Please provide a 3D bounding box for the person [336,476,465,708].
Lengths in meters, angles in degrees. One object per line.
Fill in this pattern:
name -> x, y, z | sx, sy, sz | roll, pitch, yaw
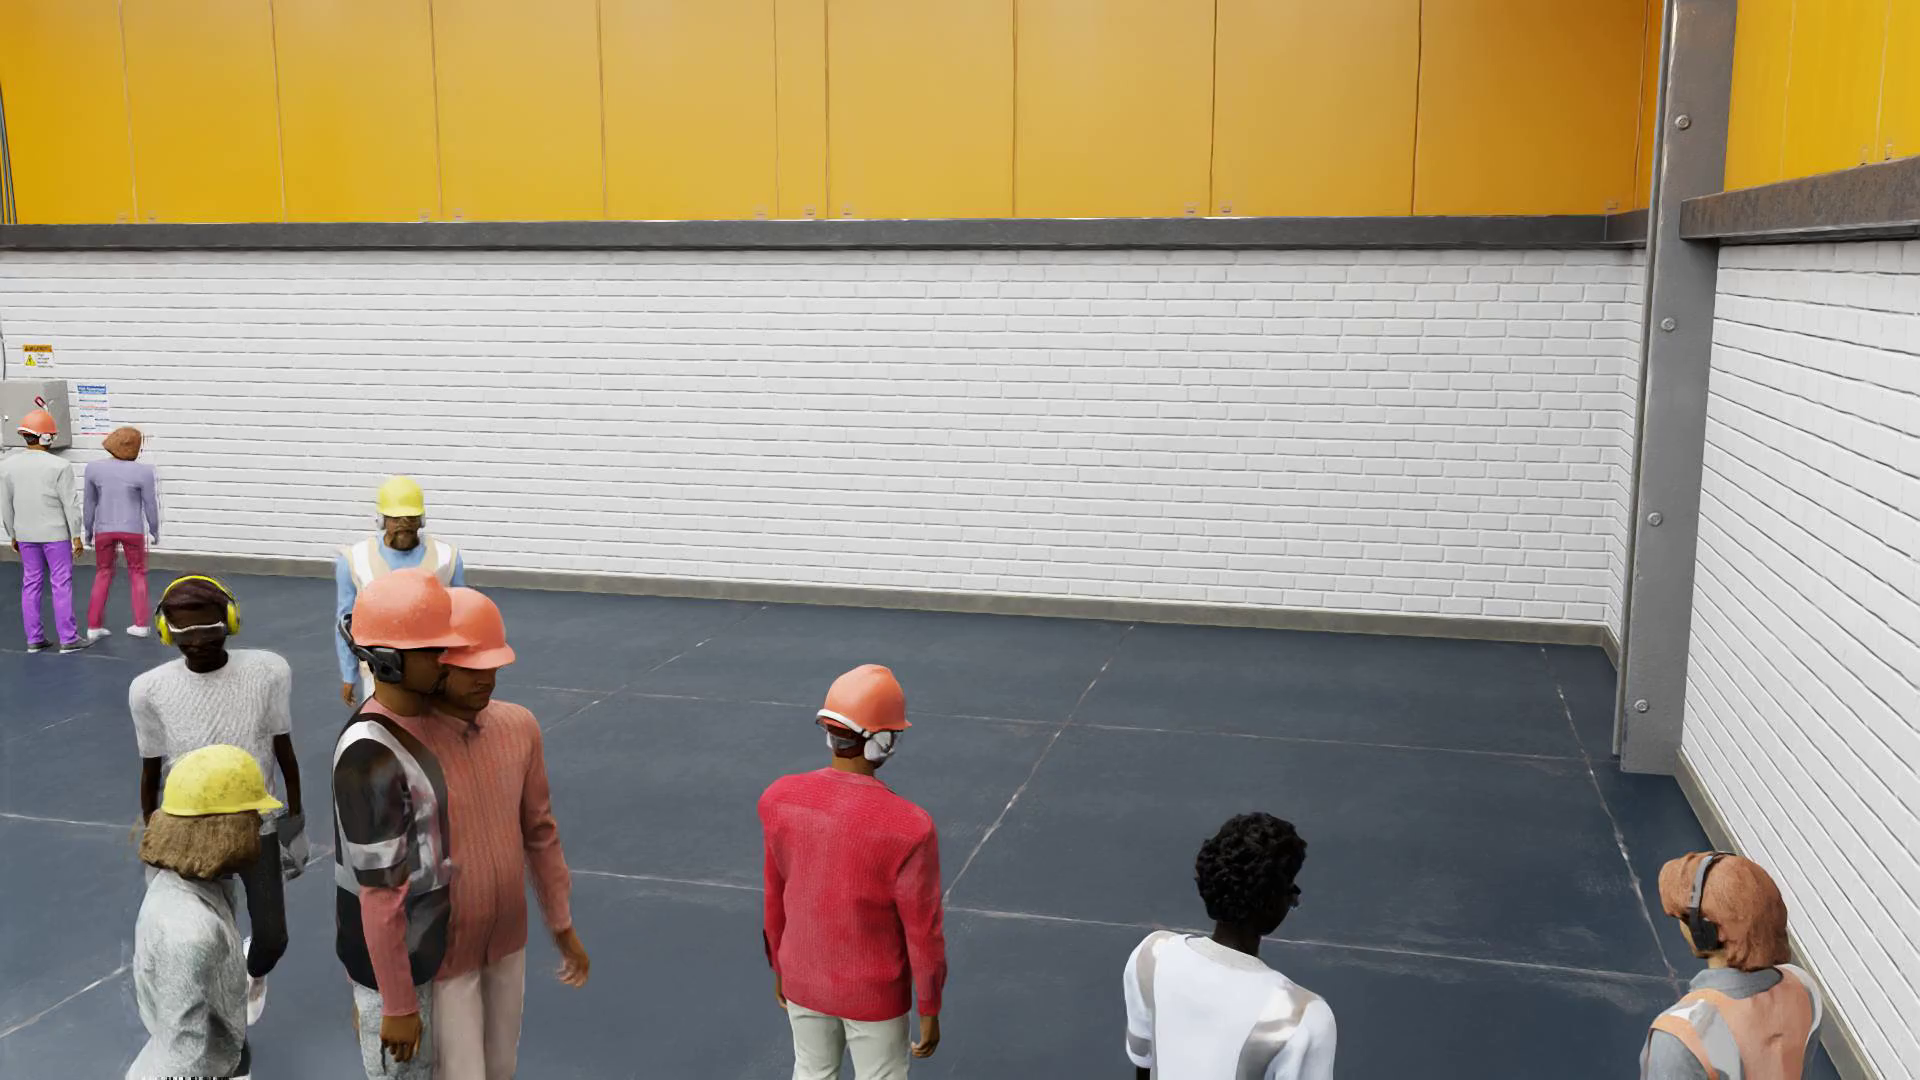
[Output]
person -> -2.618, 0.597, 7.890 | 0.617, 1.821, 0.426 | -5, 11, -27

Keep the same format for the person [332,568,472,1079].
person -> -1.437, 1.078, 4.415 | 0.395, 2.042, 0.611 | -2, 10, -11

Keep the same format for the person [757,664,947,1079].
person -> -0.281, 1.199, 4.599 | 0.575, 1.740, 0.349 | 5, 11, 28

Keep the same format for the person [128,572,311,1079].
person -> -2.488, 0.975, 5.632 | 0.525, 1.837, 0.678 | -5, 11, -27

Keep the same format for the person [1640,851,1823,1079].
person -> 1.571, 1.440, 3.472 | 0.514, 1.640, 0.310 | -7, 12, -34

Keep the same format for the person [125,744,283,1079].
person -> -1.770, 1.330, 3.884 | 0.454, 1.712, 0.510 | -5, 11, -26

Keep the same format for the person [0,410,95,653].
person -> -6.572, -0.060, 11.968 | 0.575, 1.749, 0.334 | 1, 10, 6

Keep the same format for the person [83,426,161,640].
person -> -6.246, -0.053, 12.394 | 0.523, 1.599, 0.338 | -1, 10, -8

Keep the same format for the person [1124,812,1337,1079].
person -> 0.569, 1.404, 3.552 | 0.320, 1.686, 0.539 | -9, 13, -42

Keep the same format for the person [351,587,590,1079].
person -> -1.268, 1.106, 4.470 | 0.554, 1.990, 0.636 | 6, 11, 31
